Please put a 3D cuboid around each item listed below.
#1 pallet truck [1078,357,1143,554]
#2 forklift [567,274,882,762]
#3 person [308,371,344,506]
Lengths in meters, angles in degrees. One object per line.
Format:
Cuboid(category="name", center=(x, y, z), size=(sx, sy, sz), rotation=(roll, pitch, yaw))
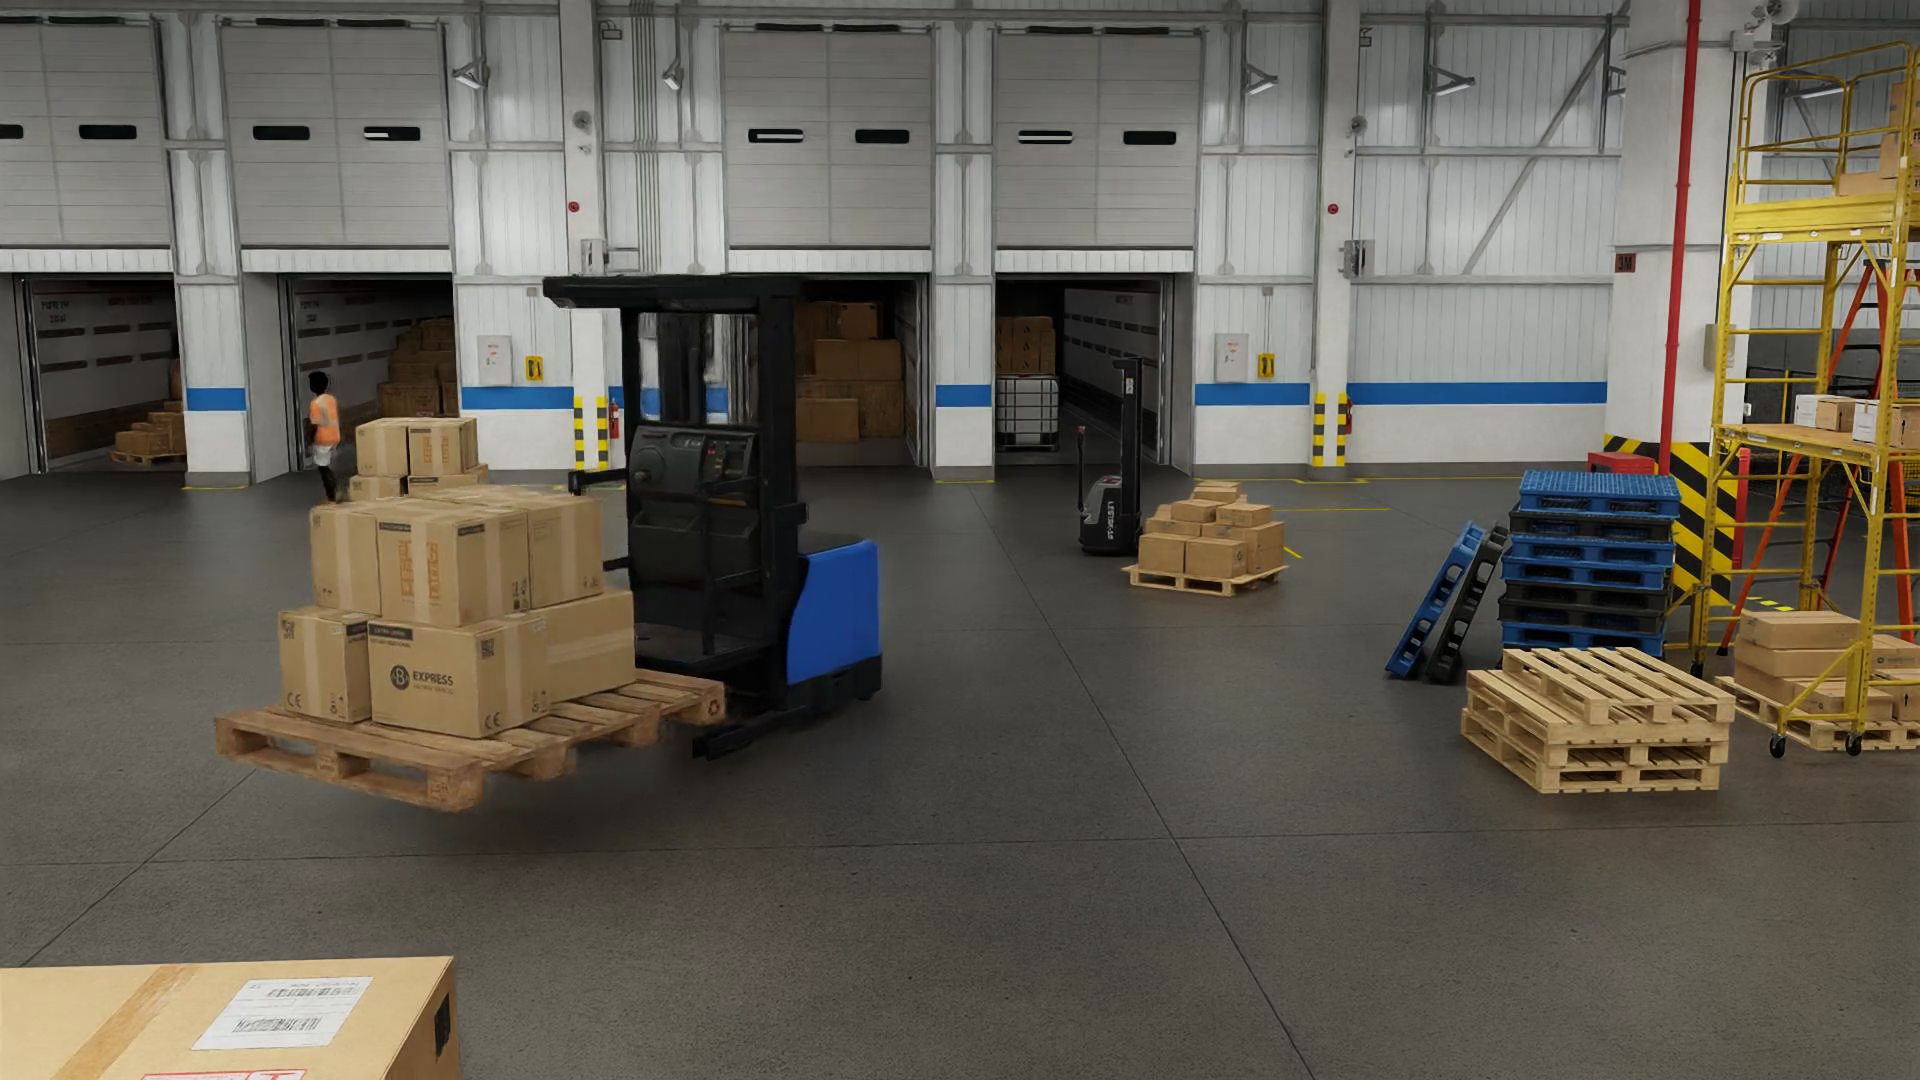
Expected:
Cuboid(category="pallet truck", center=(2.088, -0.836, 16.757), size=(1.885, 1.965, 0.823), rotation=(2, 9, 13))
Cuboid(category="forklift", center=(-1.418, -0.259, 10.376), size=(1.129, 2.768, 1.873), rotation=(6, 11, 31))
Cuboid(category="person", center=(-7.598, -1.174, 19.841), size=(0.371, 1.685, 0.557), rotation=(1, 9, 8))
